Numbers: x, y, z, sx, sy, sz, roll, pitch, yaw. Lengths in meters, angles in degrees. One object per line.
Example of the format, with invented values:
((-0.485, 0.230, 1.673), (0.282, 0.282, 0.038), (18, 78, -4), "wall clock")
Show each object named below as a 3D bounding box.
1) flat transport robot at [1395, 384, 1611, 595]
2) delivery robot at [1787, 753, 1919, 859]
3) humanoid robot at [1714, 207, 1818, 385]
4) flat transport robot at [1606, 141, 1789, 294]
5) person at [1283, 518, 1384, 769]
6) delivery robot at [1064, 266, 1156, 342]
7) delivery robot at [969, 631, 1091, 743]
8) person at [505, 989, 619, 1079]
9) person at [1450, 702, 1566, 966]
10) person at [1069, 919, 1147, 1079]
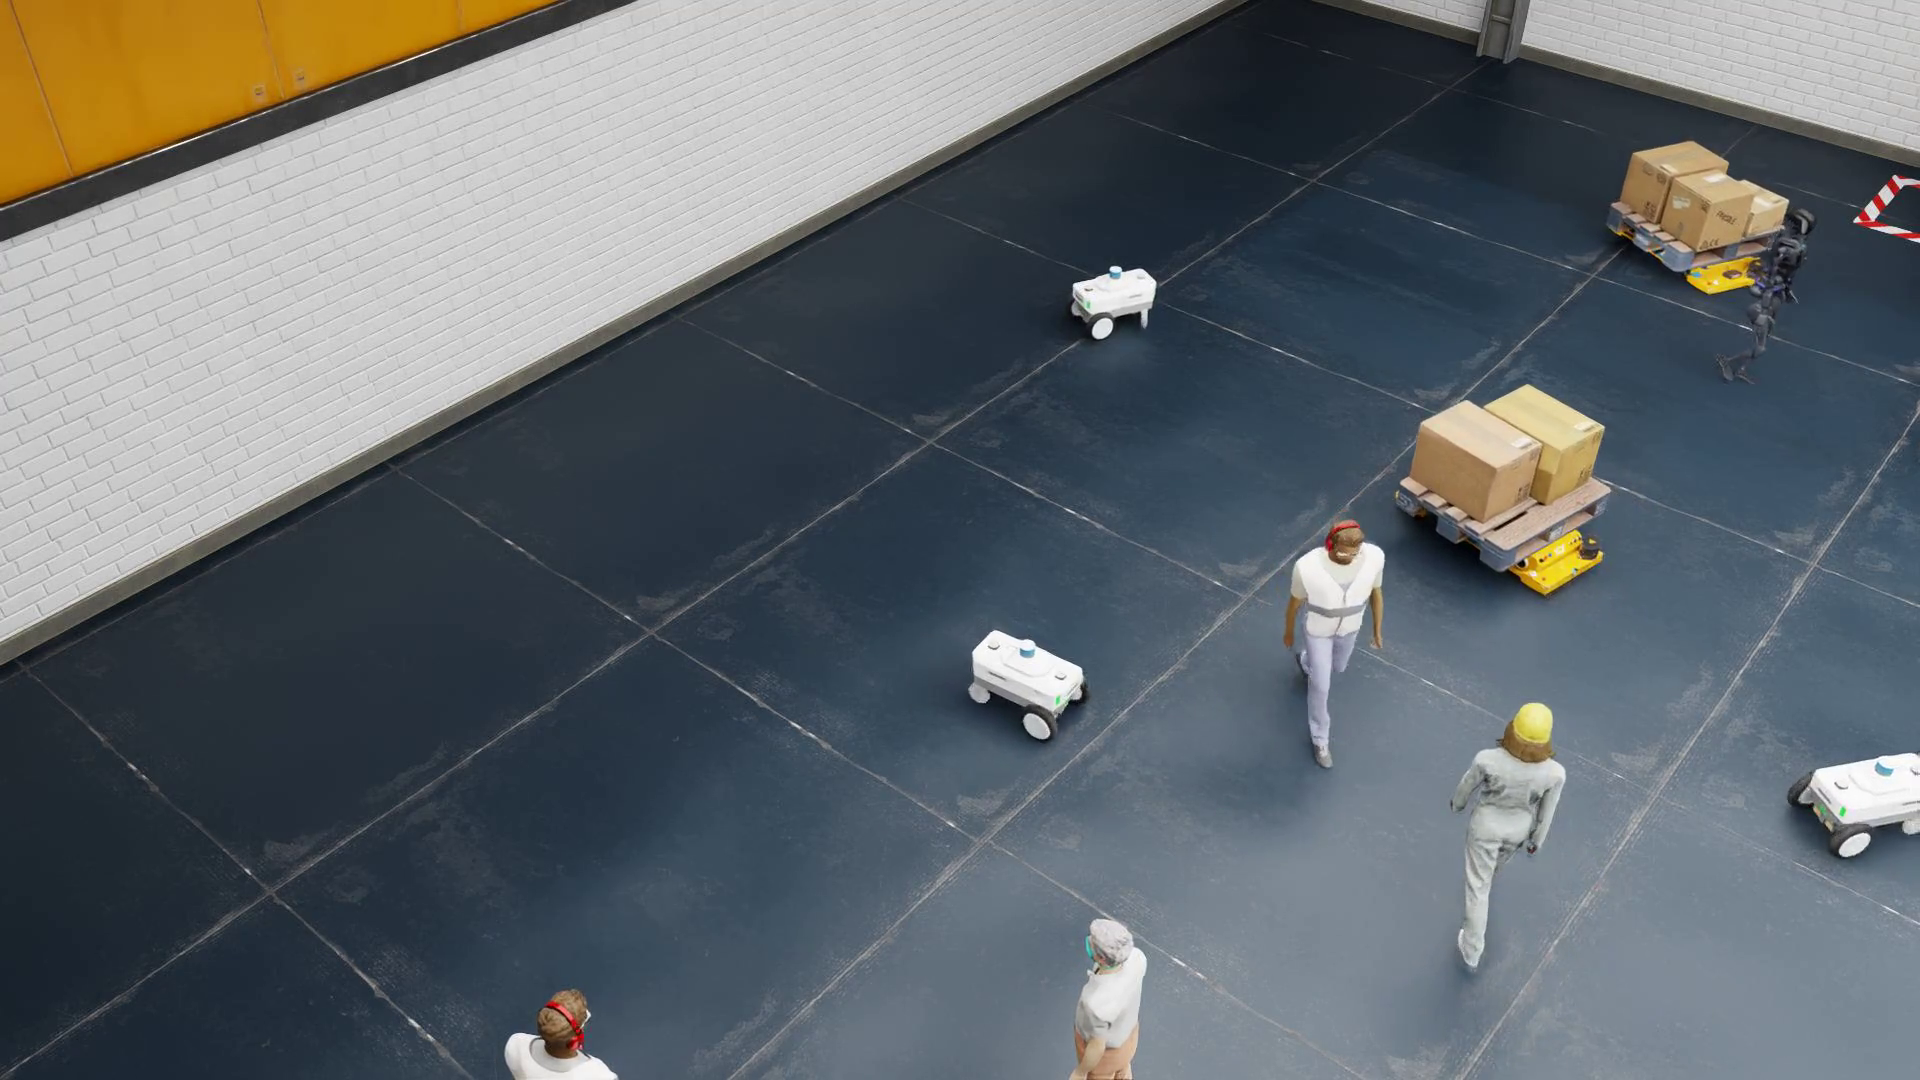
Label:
((4.027, -0.142, 12.463), (0.659, 0.231, 1.431), (-25, 45, -27), "flat transport robot")
((5.523, 1.560, 10.120), (0.774, 0.592, 0.499), (-8, 40, -10), "delivery robot")
((6.663, -2.007, 13.659), (0.350, 1.647, 0.603), (32, 48, 33), "humanoid robot")
((6.875, -2.783, 15.740), (0.659, 0.231, 1.431), (-14, 41, -17), "flat transport robot")
((2.305, 0.506, 10.434), (0.622, 1.807, 0.828), (-8, 39, -9), "person")
((1.335, -2.116, 14.692), (0.774, 0.602, 0.524), (-16, 41, -19), "delivery robot")
((0.444, 0.909, 10.924), (0.789, 0.587, 0.499), (23, 44, 26), "delivery robot")
((-1.755, 2.738, 7.643), (0.564, 1.833, 0.384), (15, 41, 18), "person")
((2.999, 1.534, 9.239), (0.502, 1.694, 0.895), (6, 39, 7), "person")
((0.699, 2.432, 8.088), (0.319, 1.748, 0.482), (21, 43, 24), "person")
